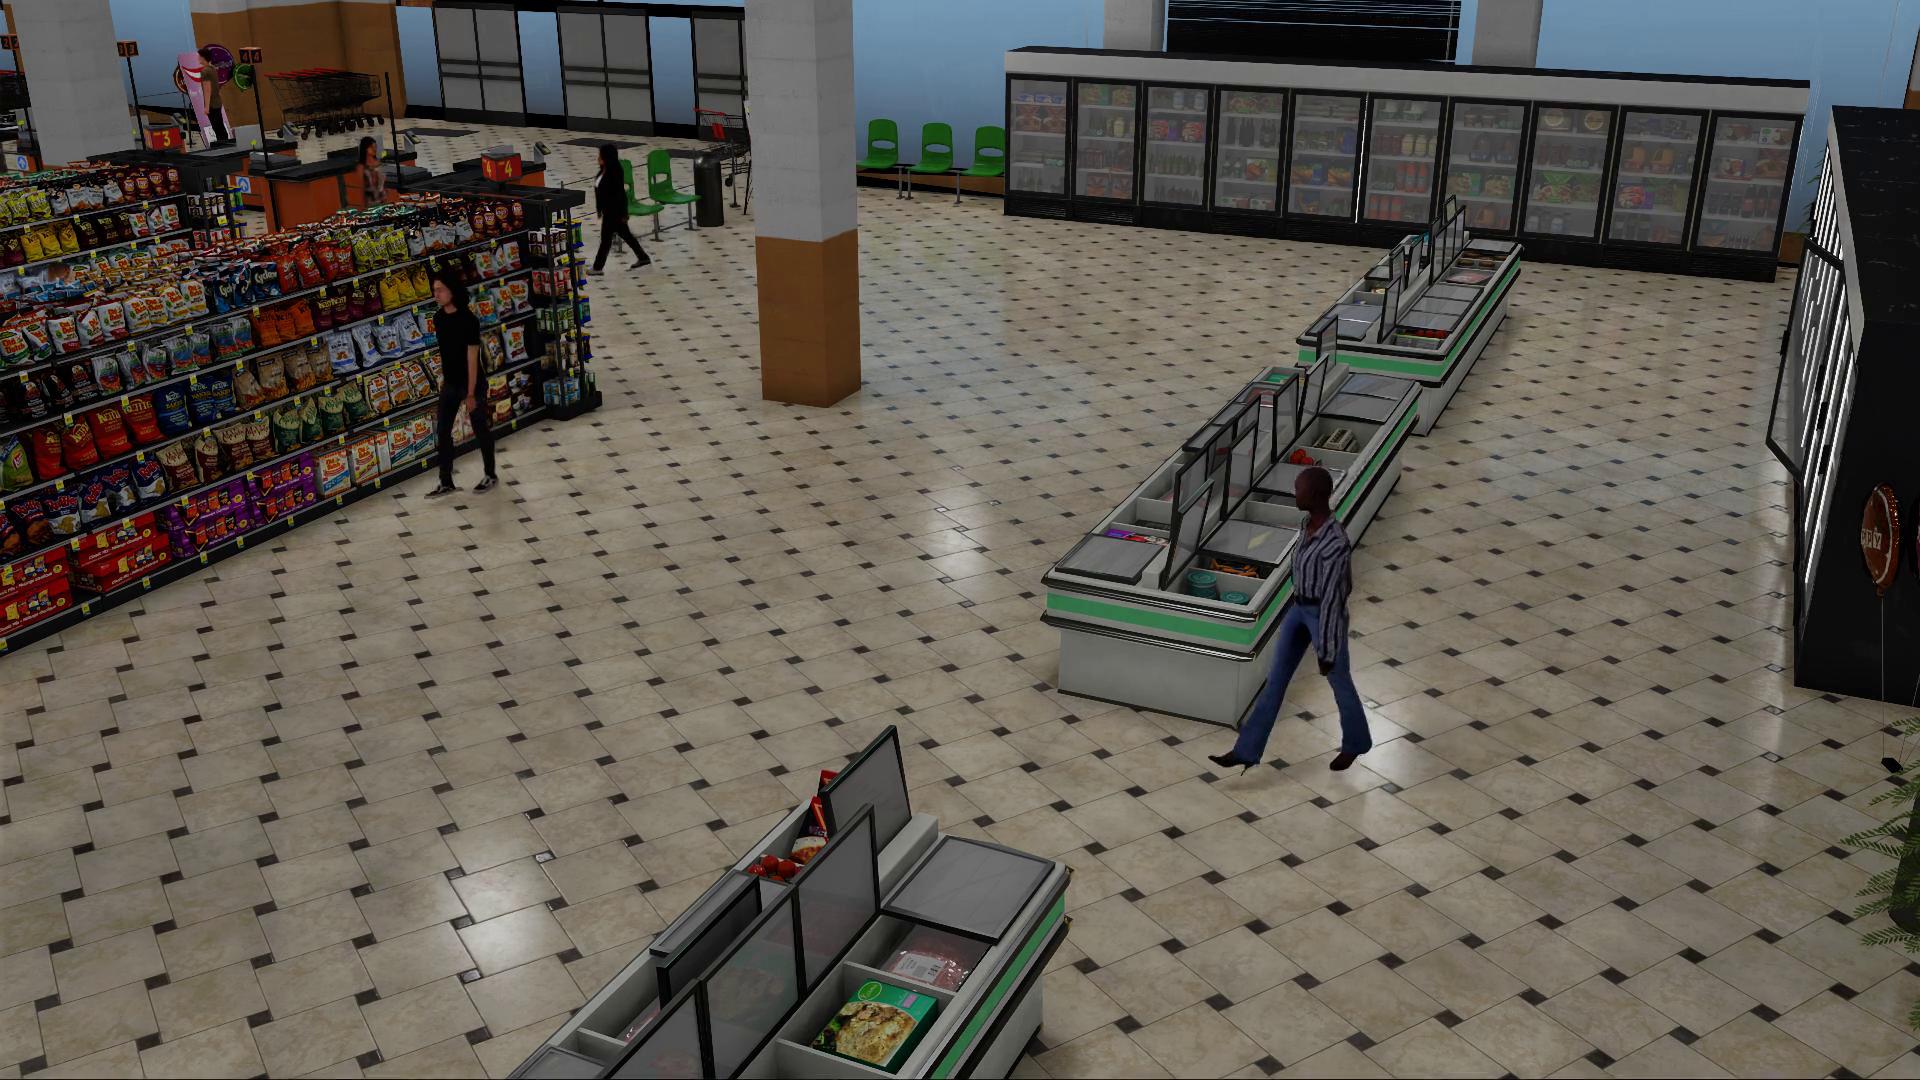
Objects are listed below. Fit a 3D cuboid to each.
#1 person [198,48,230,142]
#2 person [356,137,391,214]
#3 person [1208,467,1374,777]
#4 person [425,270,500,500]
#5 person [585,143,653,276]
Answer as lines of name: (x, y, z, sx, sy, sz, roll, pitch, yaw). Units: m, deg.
person: (-12.847, -7.502, 28.613, 0.809, 1.852, 0.693, -2, 22, -6)
person: (-7.291, -4.150, 20.567, 0.692, 1.631, 0.819, 9, 24, 21)
person: (1.994, 0.488, 8.889, 1.265, 1.730, 1.232, -8, 23, -18)
person: (-3.841, -1.251, 13.106, 0.617, 1.813, 0.871, 9, 24, 22)
person: (-4.145, -4.022, 20.326, 1.221, 1.572, 1.066, -12, 25, -28)
